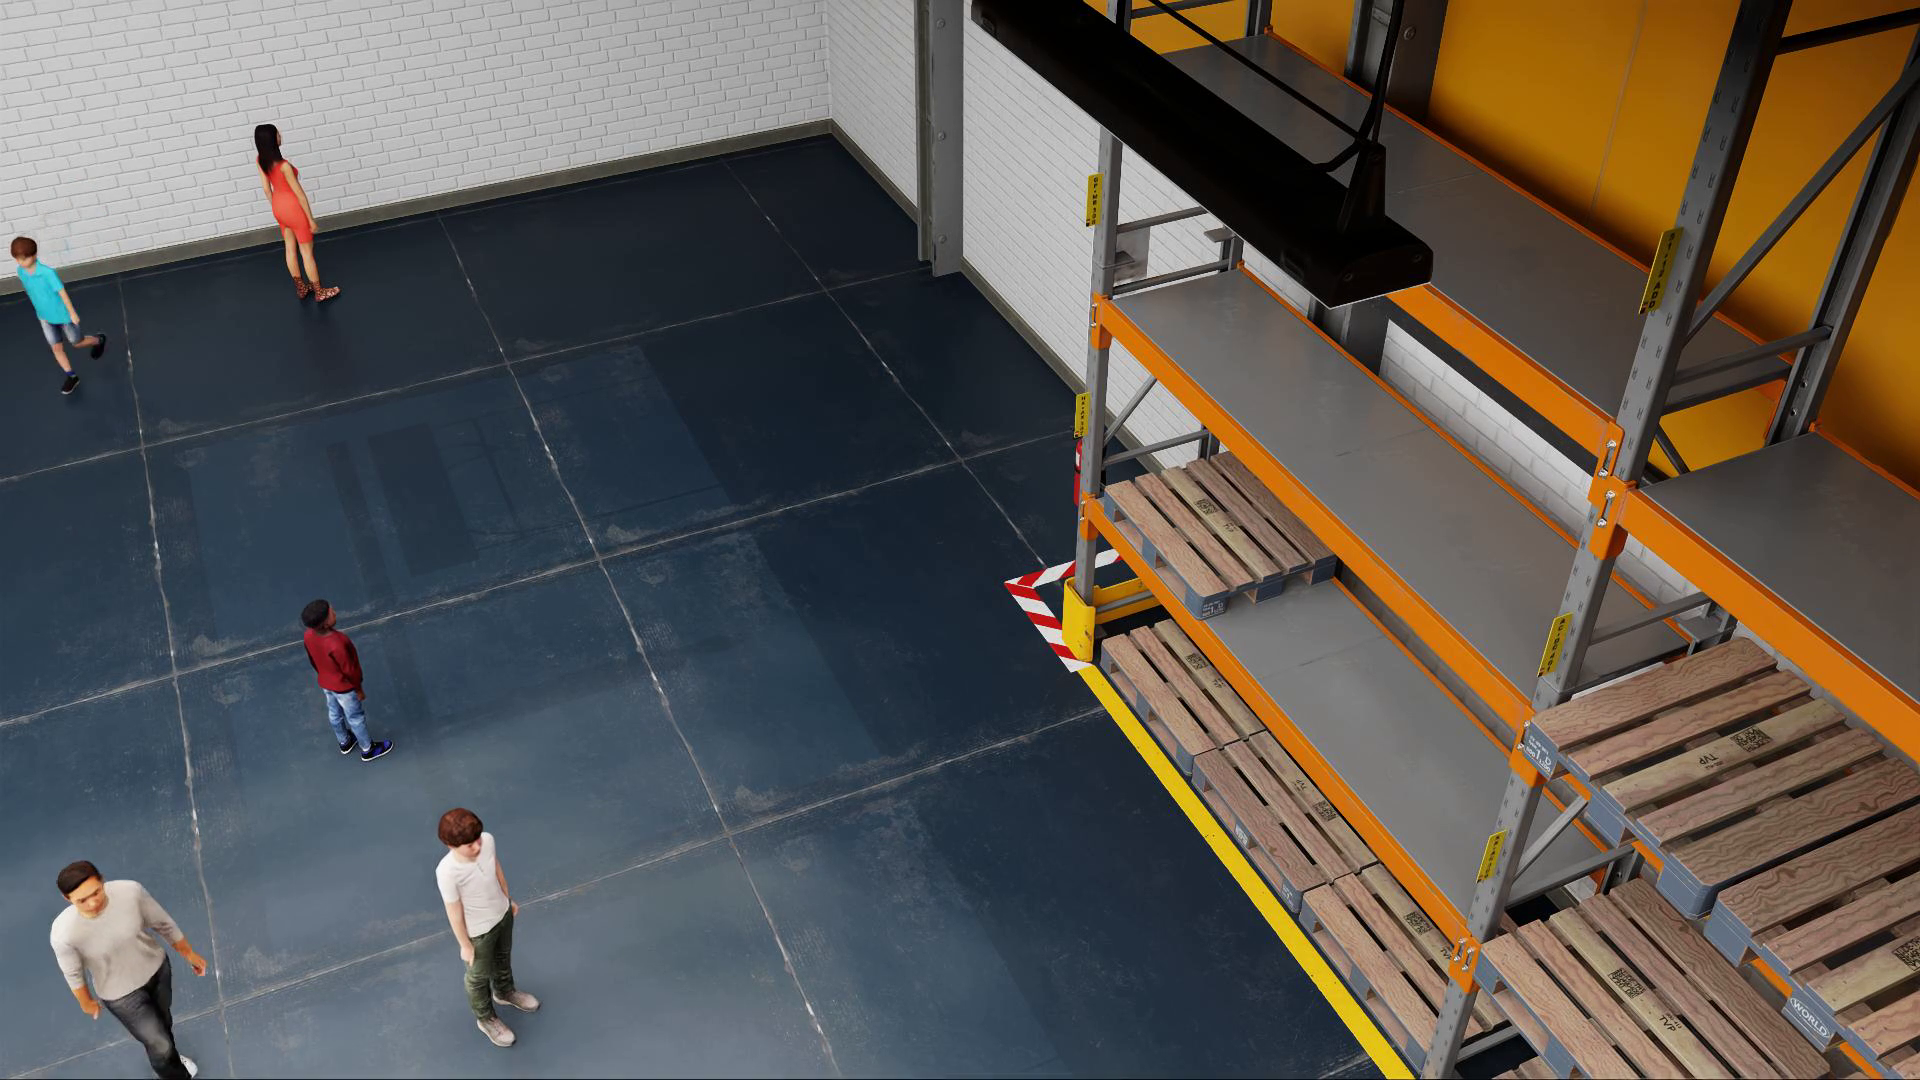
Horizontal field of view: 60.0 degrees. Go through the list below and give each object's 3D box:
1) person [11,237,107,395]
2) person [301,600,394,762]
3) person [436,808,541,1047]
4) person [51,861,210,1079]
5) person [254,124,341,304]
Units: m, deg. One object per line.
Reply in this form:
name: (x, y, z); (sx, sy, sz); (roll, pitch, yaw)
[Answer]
person: (-7.579, -1.963, 13.989); (0.799, 1.415, 0.942); (5, 39, 6)
person: (-3.942, 0.892, 10.543); (0.567, 1.255, 0.646); (19, 42, 22)
person: (-2.533, 2.012, 8.821); (0.713, 1.653, 0.667); (16, 41, 19)
person: (-4.290, 2.190, 8.487); (0.940, 1.791, 0.877); (18, 42, 21)
person: (-6.022, -2.937, 14.965); (0.655, 1.719, 0.731); (16, 41, 19)
